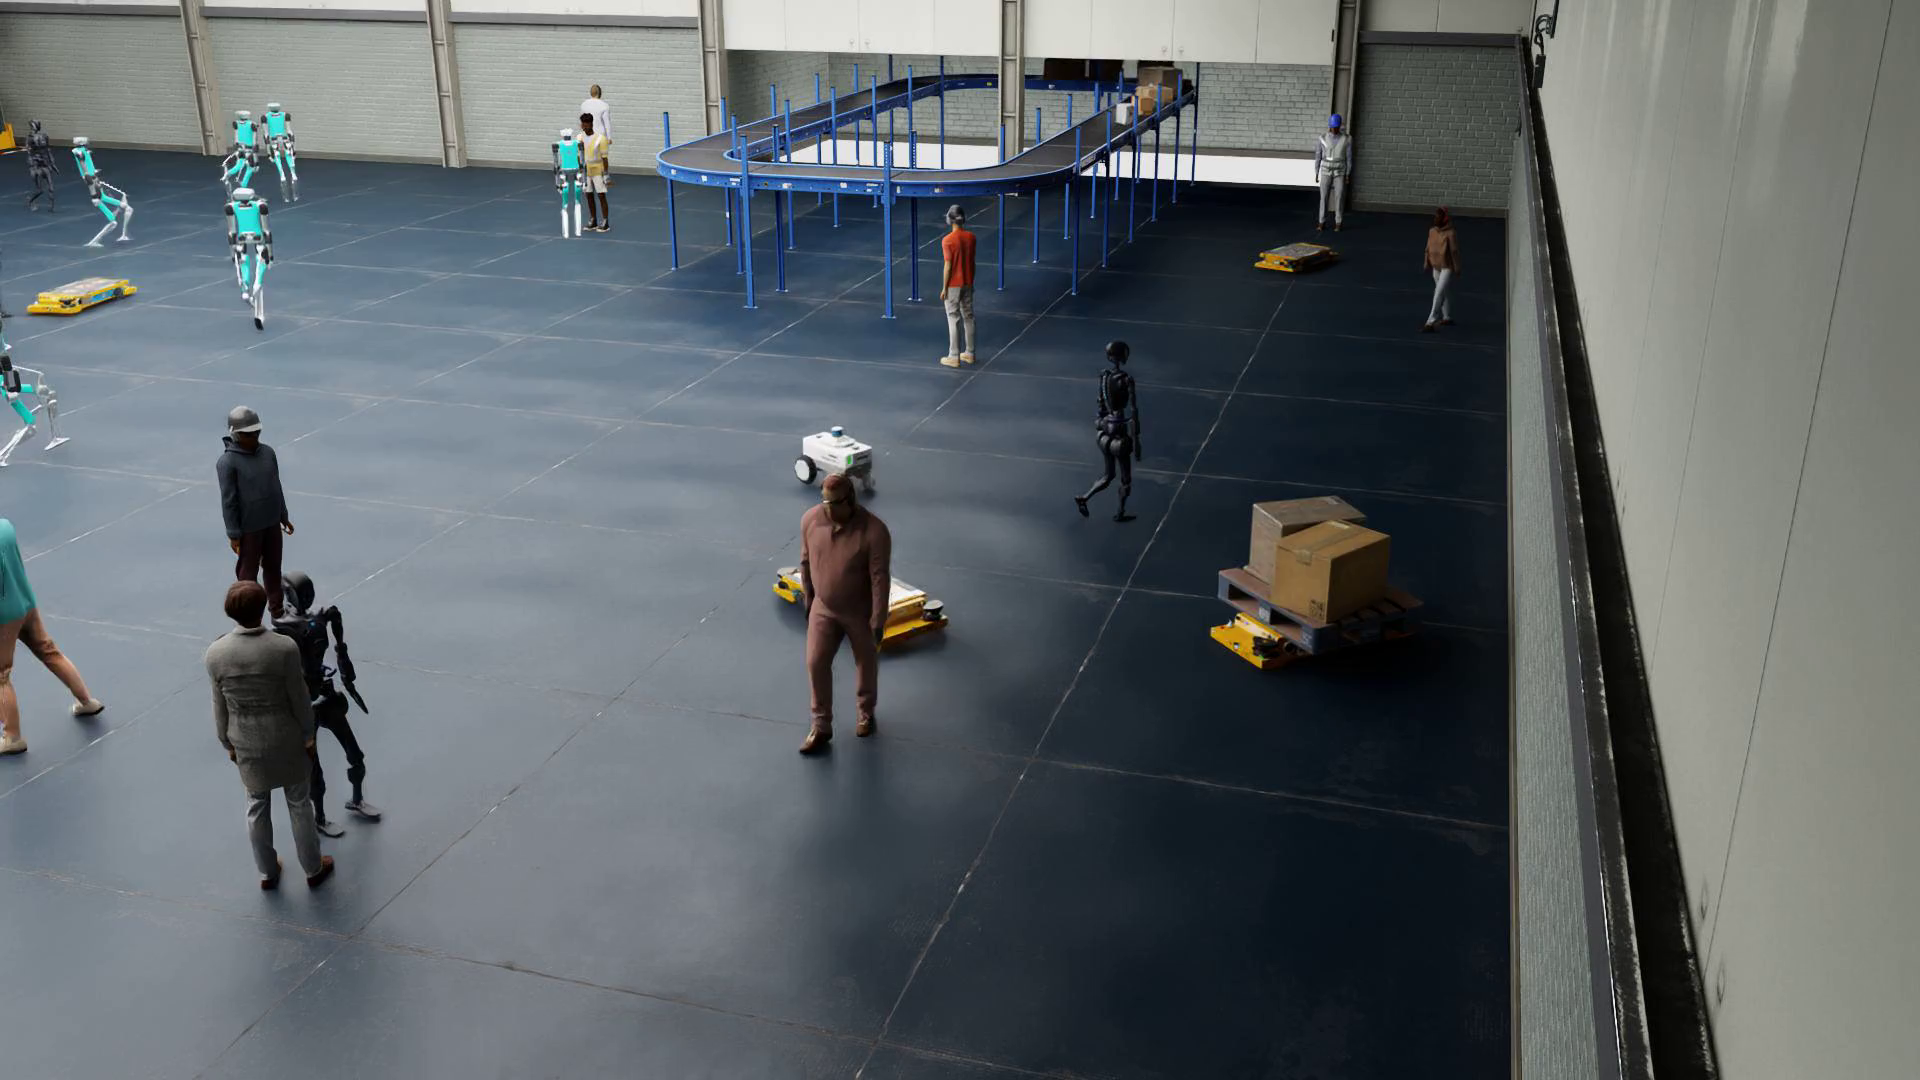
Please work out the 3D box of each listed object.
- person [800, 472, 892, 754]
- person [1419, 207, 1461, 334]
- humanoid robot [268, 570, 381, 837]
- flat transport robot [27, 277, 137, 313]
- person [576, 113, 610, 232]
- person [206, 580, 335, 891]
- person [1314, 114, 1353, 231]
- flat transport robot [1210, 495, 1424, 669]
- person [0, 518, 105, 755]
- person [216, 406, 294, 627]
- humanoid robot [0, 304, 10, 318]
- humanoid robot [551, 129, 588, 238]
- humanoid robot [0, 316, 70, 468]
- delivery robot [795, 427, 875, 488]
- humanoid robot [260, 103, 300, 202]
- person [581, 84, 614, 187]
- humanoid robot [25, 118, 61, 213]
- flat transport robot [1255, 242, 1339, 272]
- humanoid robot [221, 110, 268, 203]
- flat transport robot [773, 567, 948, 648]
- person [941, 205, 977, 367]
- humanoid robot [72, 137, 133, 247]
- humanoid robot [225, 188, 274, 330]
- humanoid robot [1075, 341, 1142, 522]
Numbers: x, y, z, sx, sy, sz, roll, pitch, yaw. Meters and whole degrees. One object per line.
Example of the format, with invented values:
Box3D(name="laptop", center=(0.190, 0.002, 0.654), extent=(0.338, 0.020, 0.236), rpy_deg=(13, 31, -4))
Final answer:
Box3D(name="person", center=(-0.761, 0.468, 10.732), extent=(0.677, 1.869, 0.796), rpy_deg=(7, 22, 18))
Box3D(name="person", center=(6.194, -3.491, 21.390), extent=(0.734, 1.597, 0.488), rpy_deg=(-11, 24, -27))
Box3D(name="humanoid robot", center=(-3.779, 0.951, 9.739), extent=(0.327, 1.649, 0.612), rpy_deg=(13, 24, 29))
Box3D(name="flat transport robot", center=(-12.091, -3.370, 22.919), extent=(0.659, 0.231, 1.431), rpy_deg=(3, 21, 9))
Box3D(name="person", center=(-6.134, -6.140, 27.770), extent=(0.607, 1.954, 0.385), rpy_deg=(9, 23, 22))
Box3D(name="person", center=(-3.819, 1.086, 9.196), extent=(0.514, 1.827, 0.361), rpy_deg=(-2, 21, -6))
Box3D(name="person", center=(6.227, -6.139, 27.796), extent=(0.612, 1.934, 0.415), rpy_deg=(5, 22, 14))
Box3D(name="flat transport robot", center=(2.659, 0.641, 12.516), extent=(1.431, 0.231, 0.659), rpy_deg=(-10, 23, -25))
Box3D(name="person", center=(-6.133, 0.461, 10.797), extent=(0.550, 1.844, 0.778), rpy_deg=(3, 21, 8))
Box3D(name="person", center=(-5.215, -0.128, 12.360), extent=(0.368, 1.813, 0.540), rpy_deg=(11, 24, 27))
Box3D(name="humanoid robot", center=(-12.834, -3.702, 21.817), extent=(0.599, 1.646, 0.388), rpy_deg=(19, 28, 40))
Box3D(name="humanoid robot", center=(-6.418, -5.856, 27.340), extent=(0.542, 1.815, 0.662), rpy_deg=(-8, 22, -20))
Box3D(name="humanoid robot", center=(-9.222, -1.585, 16.337), extent=(0.552, 1.773, 1.083), rpy_deg=(16, 26, 36))
Box3D(name="delivery robot", center=(-1.176, -0.773, 15.809), extent=(0.816, 0.612, 0.499), rpy_deg=(20, 28, 41))
Box3D(name="humanoid robot", center=(-12.388, -7.046, 30.478), extent=(0.535, 1.836, 0.700), rpy_deg=(-14, 25, -32))
Box3D(name="person", center=(-6.990, -7.795, 32.100), extent=(0.622, 1.930, 0.373), rpy_deg=(8, 22, 19))
Box3D(name="humanoid robot", center=(-16.347, -6.635, 29.467), extent=(0.616, 1.636, 0.603), rpy_deg=(6, 22, 14))
Box3D(name="flat transport robot", center=(5.145, -4.307, 25.349), extent=(0.659, 0.231, 1.431), rpy_deg=(17, 27, 37))
Box3D(name="humanoid robot", center=(-12.860, -6.718, 29.621), extent=(0.545, 1.754, 1.045), rpy_deg=(8, 23, 21))
Box3D(name="flat transport robot", center=(-0.796, 0.463, 12.977), extent=(0.659, 0.231, 1.431), rpy_deg=(-17, 27, -36))
Box3D(name="person", center=(-0.042, -3.017, 19.725), extent=(0.477, 1.907, 0.409), rpy_deg=(-16, 26, -36))
Box3D(name="humanoid robot", center=(-13.628, -5.551, 26.550), extent=(0.998, 1.743, 0.540), rpy_deg=(-8, 23, -21))
Box3D(name="humanoid robot", center=(-9.191, -3.601, 21.518), extent=(0.545, 1.789, 0.924), rpy_deg=(-5, 22, -13))
Box3D(name="humanoid robot", center=(1.324, -0.943, 14.679), extent=(0.560, 1.633, 0.593), rpy_deg=(-12, 24, -28))
